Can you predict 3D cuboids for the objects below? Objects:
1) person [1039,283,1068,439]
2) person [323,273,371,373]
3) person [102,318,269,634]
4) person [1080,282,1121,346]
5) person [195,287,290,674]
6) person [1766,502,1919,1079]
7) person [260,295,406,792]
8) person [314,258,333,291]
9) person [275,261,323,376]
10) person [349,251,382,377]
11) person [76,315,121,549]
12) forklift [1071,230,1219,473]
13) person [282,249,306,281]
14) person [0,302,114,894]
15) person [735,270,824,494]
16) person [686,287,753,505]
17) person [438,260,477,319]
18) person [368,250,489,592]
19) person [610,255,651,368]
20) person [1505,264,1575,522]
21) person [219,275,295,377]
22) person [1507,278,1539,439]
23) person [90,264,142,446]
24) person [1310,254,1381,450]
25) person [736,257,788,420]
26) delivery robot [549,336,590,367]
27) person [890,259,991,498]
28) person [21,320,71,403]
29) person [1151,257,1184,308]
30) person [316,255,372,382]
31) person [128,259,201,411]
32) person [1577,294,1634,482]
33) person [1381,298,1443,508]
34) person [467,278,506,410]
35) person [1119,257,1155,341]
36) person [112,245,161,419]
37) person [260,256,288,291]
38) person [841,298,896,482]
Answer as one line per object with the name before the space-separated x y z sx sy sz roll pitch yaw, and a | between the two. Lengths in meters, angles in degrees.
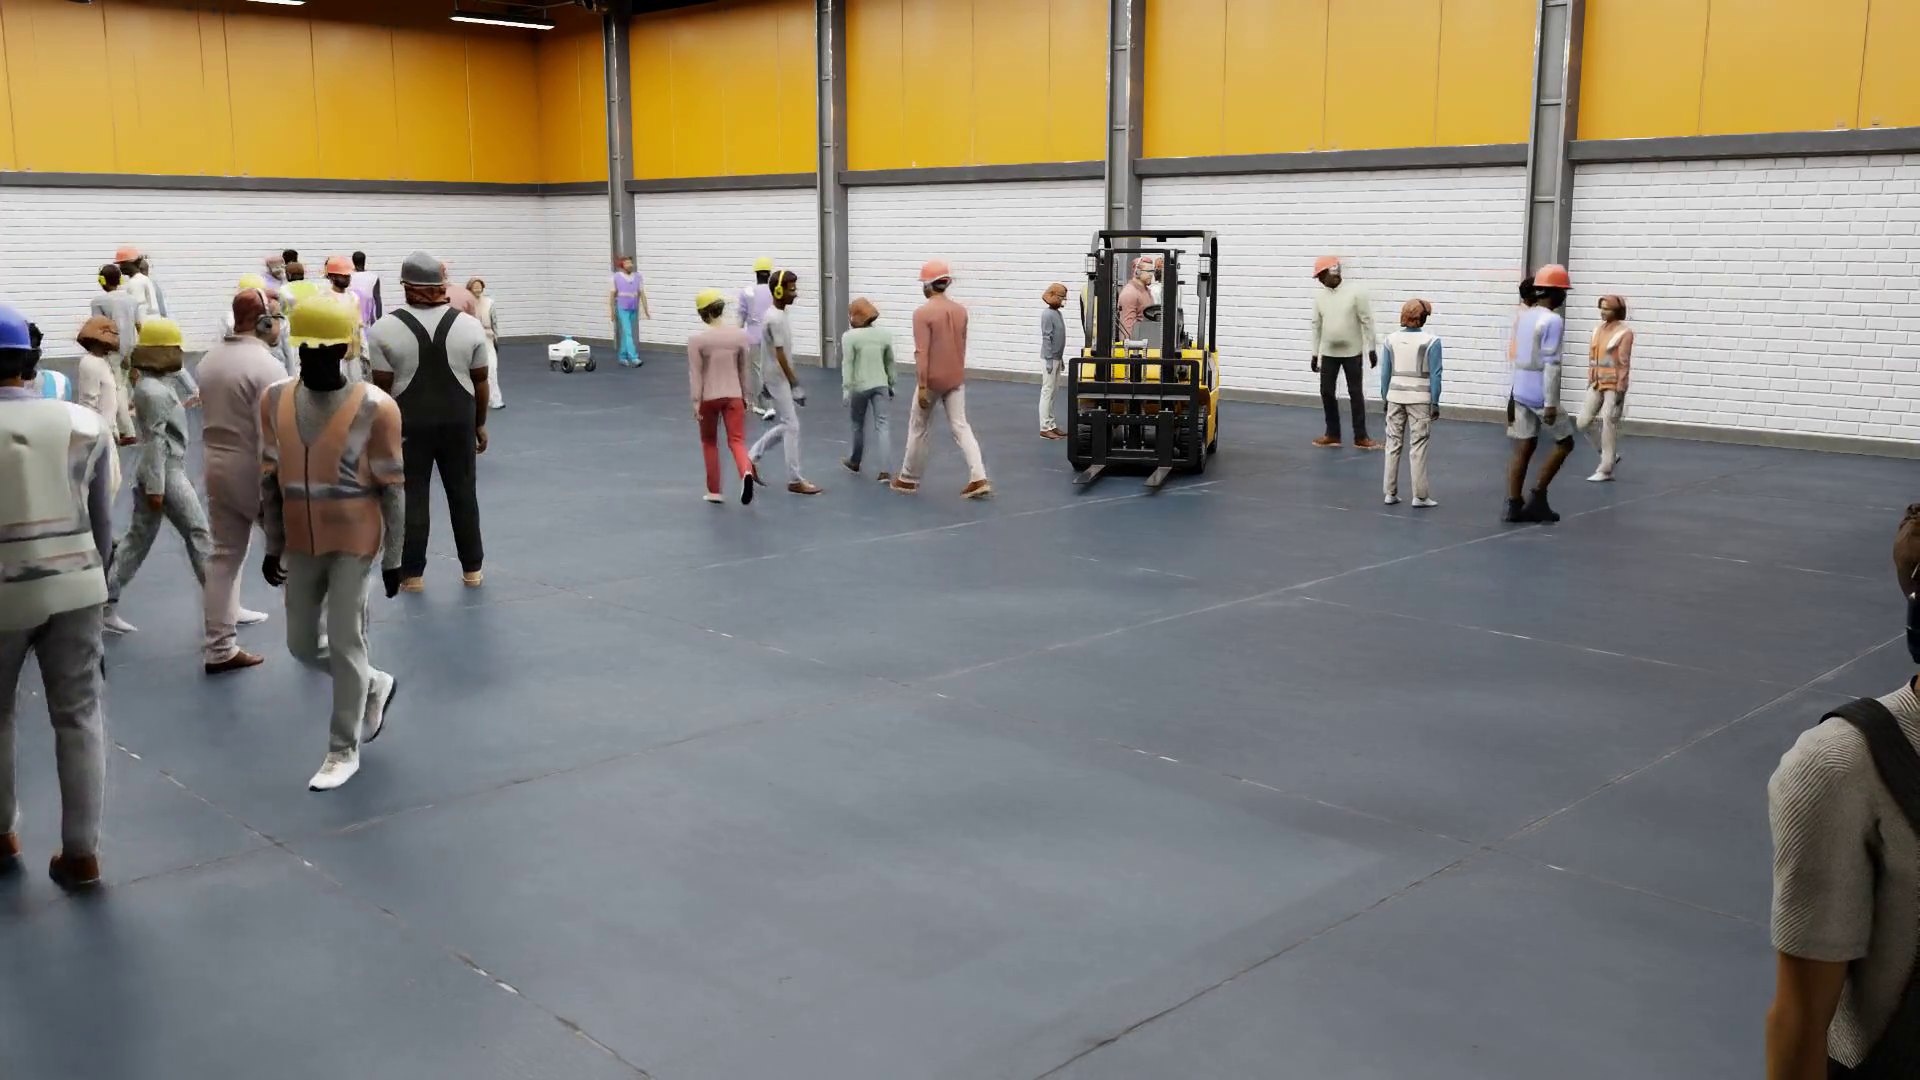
person | 0.989 -1.886 17.543 0.288 1.633 0.497 3 11 18
person | -6.402 -2.039 17.666 0.818 1.905 0.557 5 11 24
person | -4.300 -0.338 8.921 0.888 1.703 0.489 -7 12 -32
person | 1.742 -2.498 20.311 0.429 1.845 0.621 -8 13 -35
person | -3.410 -0.297 8.230 0.672 1.875 0.835 6 12 31
person | 1.247 0.829 2.160 0.507 1.846 0.345 -5 11 -25
person | -2.438 -0.008 6.549 0.611 1.910 0.598 3 11 14
person | -7.823 -2.571 20.720 0.577 1.848 0.345 -1 10 -4
person | -7.898 -2.396 19.814 0.628 1.817 0.656 8 13 36
person | -8.979 -3.374 24.936 0.598 1.901 0.469 -2 11 -12
person | -5.793 -0.699 11.136 0.411 1.606 0.602 -4 11 -21
forklift | 1.804 -1.825 15.677 1.214 2.155 2.313 2 11 13
person | -10.240 -3.504 25.599 0.629 1.902 1.036 3 11 18
person | -3.104 0.181 5.488 0.600 1.912 0.788 -9 14 -40
person | -1.502 -1.289 13.703 0.782 1.843 0.570 0 10 0
person | -1.860 -1.111 13.035 0.532 1.731 0.752 -5 12 -27
person | -5.190 -1.885 16.852 0.674 1.885 0.566 -4 11 -19
person | -3.201 -0.715 10.043 0.689 2.000 0.539 -5 12 -27
person | -5.292 -3.678 26.829 0.929 1.799 0.589 10 14 44
person | 4.310 -1.068 12.292 0.516 1.916 0.577 -2 11 -9
person | -5.945 -1.327 14.081 0.604 1.791 0.887 -6 12 -31
person | 5.952 -1.916 17.554 0.319 1.690 0.532 4 11 19
person | -8.638 -1.872 16.892 0.705 1.840 0.567 6 12 28
person | 3.868 -1.864 16.605 0.784 1.949 0.403 8 13 37
person | -2.293 -2.353 19.419 0.587 1.886 0.980 -6 12 -28
delivery robot | -6.111 -2.947 26.014 0.707 0.478 0.477 9 14 40
person | -0.134 -1.312 13.569 0.634 1.944 1.036 -10 14 -42
person | -5.096 -0.371 9.154 0.525 1.669 0.593 7 13 34
person | 2.323 -2.287 19.044 0.354 1.883 0.573 10 14 42
person | -6.089 -1.839 16.459 0.371 1.938 0.550 5 12 25
person | -9.753 -2.497 20.225 1.000 1.887 0.640 -4 11 -20
person | 5.593 -1.311 14.407 0.365 1.624 0.542 -3 11 -16
person | 3.540 -1.073 13.085 0.315 1.641 0.515 -10 15 -44
person | -5.812 -2.366 20.194 0.545 1.604 0.794 -7 13 -34
person | 1.882 -1.990 17.369 0.403 1.904 0.651 4 11 20
person | -9.489 -2.383 19.217 0.722 2.009 0.687 -3 11 -13
person | -9.426 -2.996 23.044 0.851 1.841 0.686 5 12 27
person | -0.807 -1.314 14.543 0.558 1.578 0.878 -5 12 -26
